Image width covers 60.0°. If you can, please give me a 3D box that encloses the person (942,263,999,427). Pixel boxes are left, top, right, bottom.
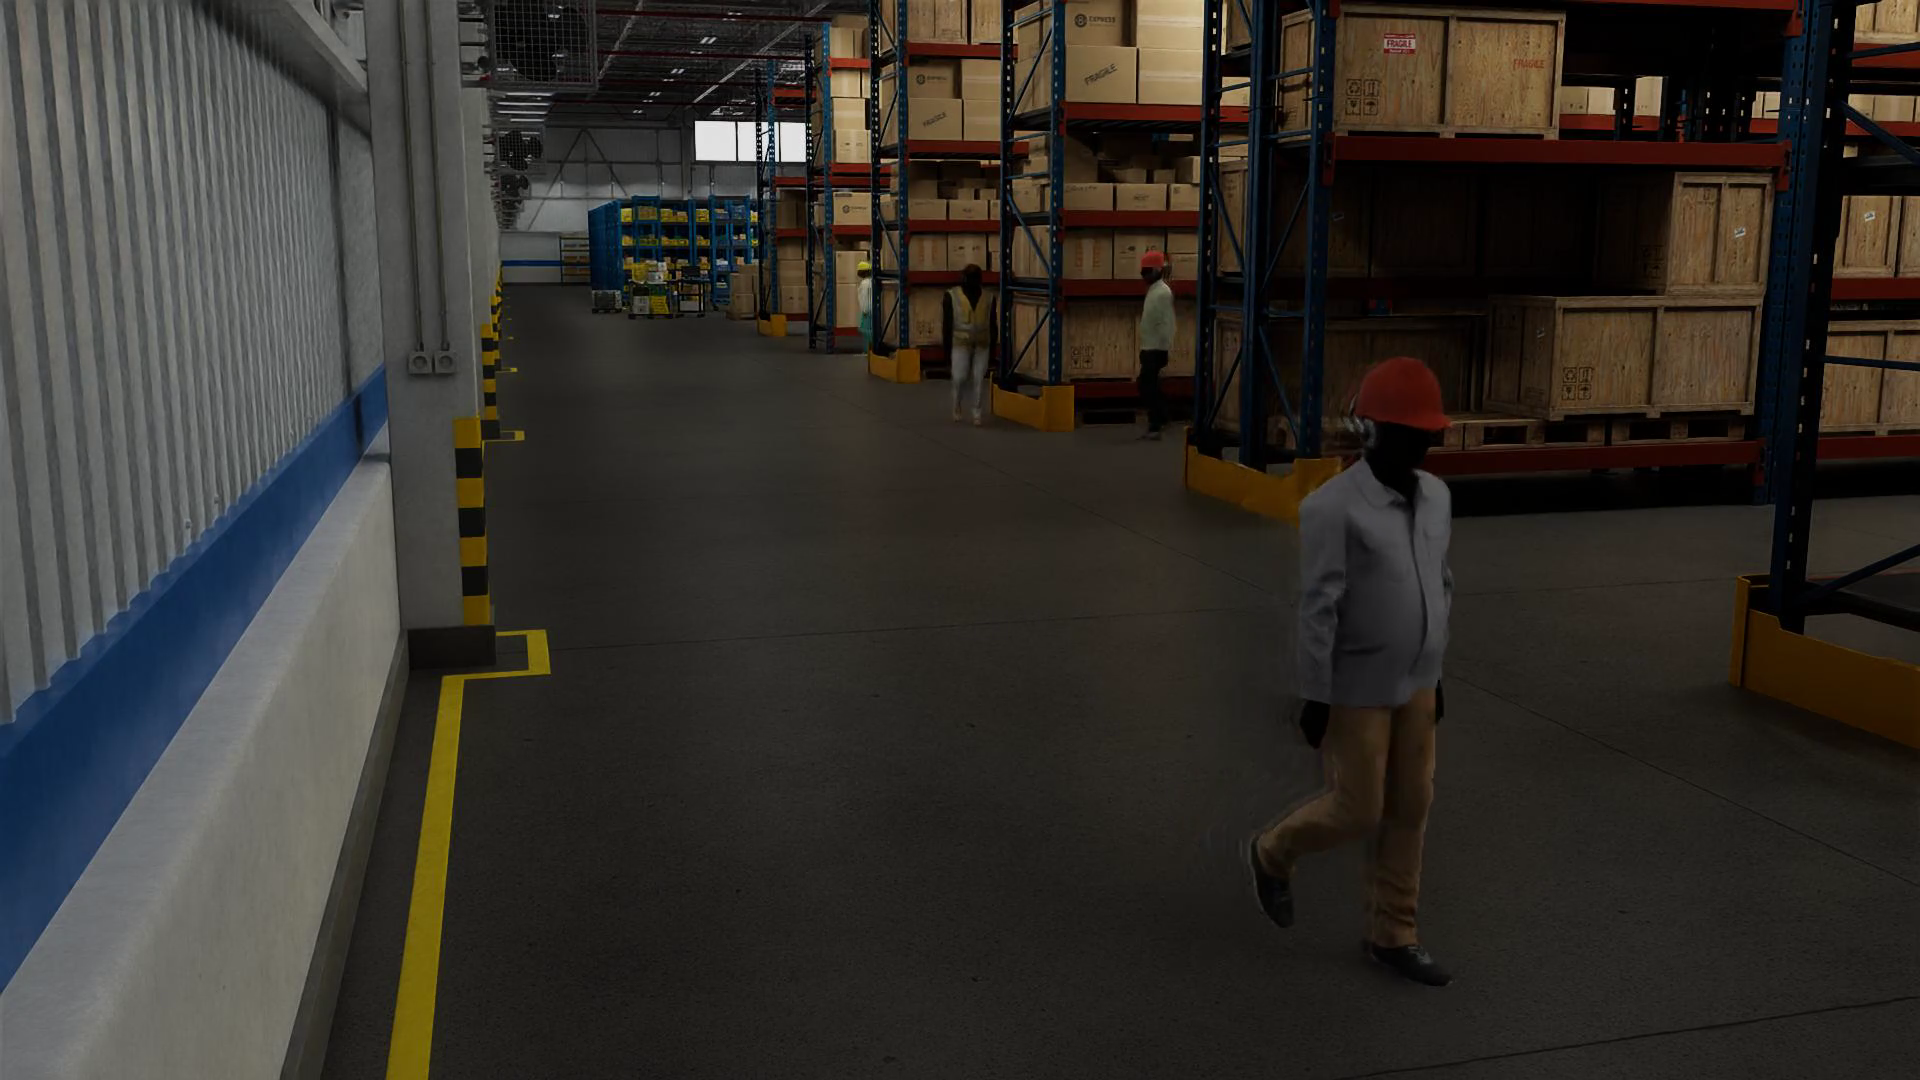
[{"bbox_3d":[0.125,-2.179,18.671,0.648,1.833,0.436,-3,10,-14],"label":"person"}]

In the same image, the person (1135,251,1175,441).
[{"bbox_3d":[1.989,-1.989,17.194,0.443,1.974,0.638,-1,10,-8],"label":"person"}]

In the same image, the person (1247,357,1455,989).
[{"bbox_3d":[1.128,0.352,4.633,0.566,1.733,0.568,-7,12,-35],"label":"person"}]

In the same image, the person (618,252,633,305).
[{"bbox_3d":[-11.550,-9.042,57.503,0.573,1.842,0.376,-7,12,-35],"label":"person"}]

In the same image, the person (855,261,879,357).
[{"bbox_3d":[-1.659,-4.197,30.328,0.517,1.757,0.529,2,10,9],"label":"person"}]
